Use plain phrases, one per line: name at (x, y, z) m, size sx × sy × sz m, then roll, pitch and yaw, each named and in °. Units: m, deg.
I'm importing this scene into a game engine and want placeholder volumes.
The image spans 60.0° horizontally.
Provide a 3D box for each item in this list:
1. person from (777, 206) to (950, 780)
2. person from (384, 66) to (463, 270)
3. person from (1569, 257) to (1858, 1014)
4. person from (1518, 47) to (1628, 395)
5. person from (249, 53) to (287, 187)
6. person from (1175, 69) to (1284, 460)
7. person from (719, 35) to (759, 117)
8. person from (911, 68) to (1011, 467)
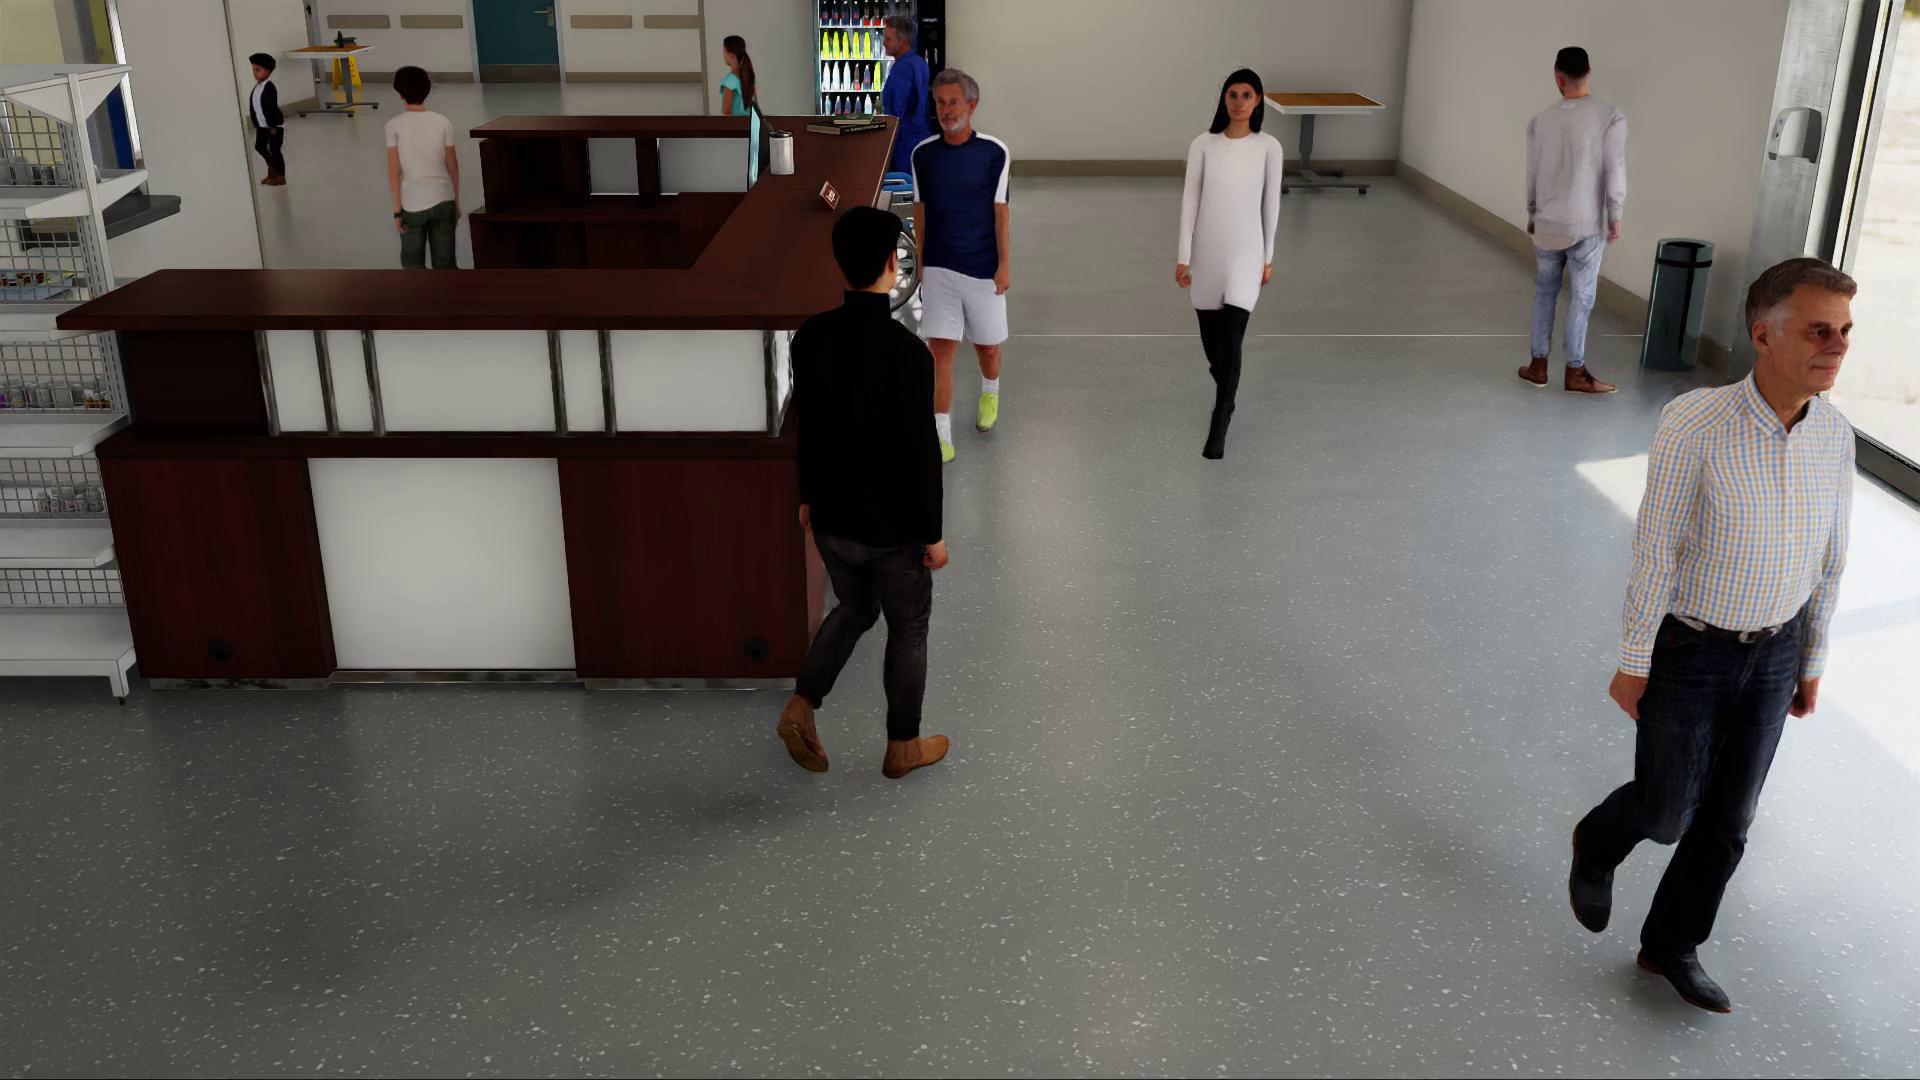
person at (-0.313, -0.078, 4.814) m, size 0.928 × 1.704 × 0.973 m, roll 18°, pitch 27°, yaw 39°
person at (-3.115, -1.925, 9.782) m, size 0.713 × 1.638 × 0.747 m, roll -8°, pitch 22°, yaw -20°
person at (1.715, 0.223, 3.876) m, size 0.754 × 1.806 × 0.791 m, roll -3°, pitch 21°, yaw -9°
person at (3.317, -1.693, 8.926) m, size 0.922 × 1.812 × 0.846 m, roll -15°, pitch 25°, yaw -34°
person at (-6.510, -3.986, 15.762) m, size 0.579 × 1.218 × 0.654 m, roll 16°, pitch 26°, yaw 36°
person at (1.301, -1.338, 8.043) m, size 1.172 × 1.774 × 0.910 m, roll 6°, pitch 22°, yaw 16°
person at (-1.748, -3.297, 13.521) m, size 0.750 × 1.557 × 0.701 m, roll 14°, pitch 25°, yaw 32°
person at (0.045, -1.286, 7.856) m, size 1.131 × 1.808 × 0.837 m, roll 3°, pitch 21°, yaw 9°
